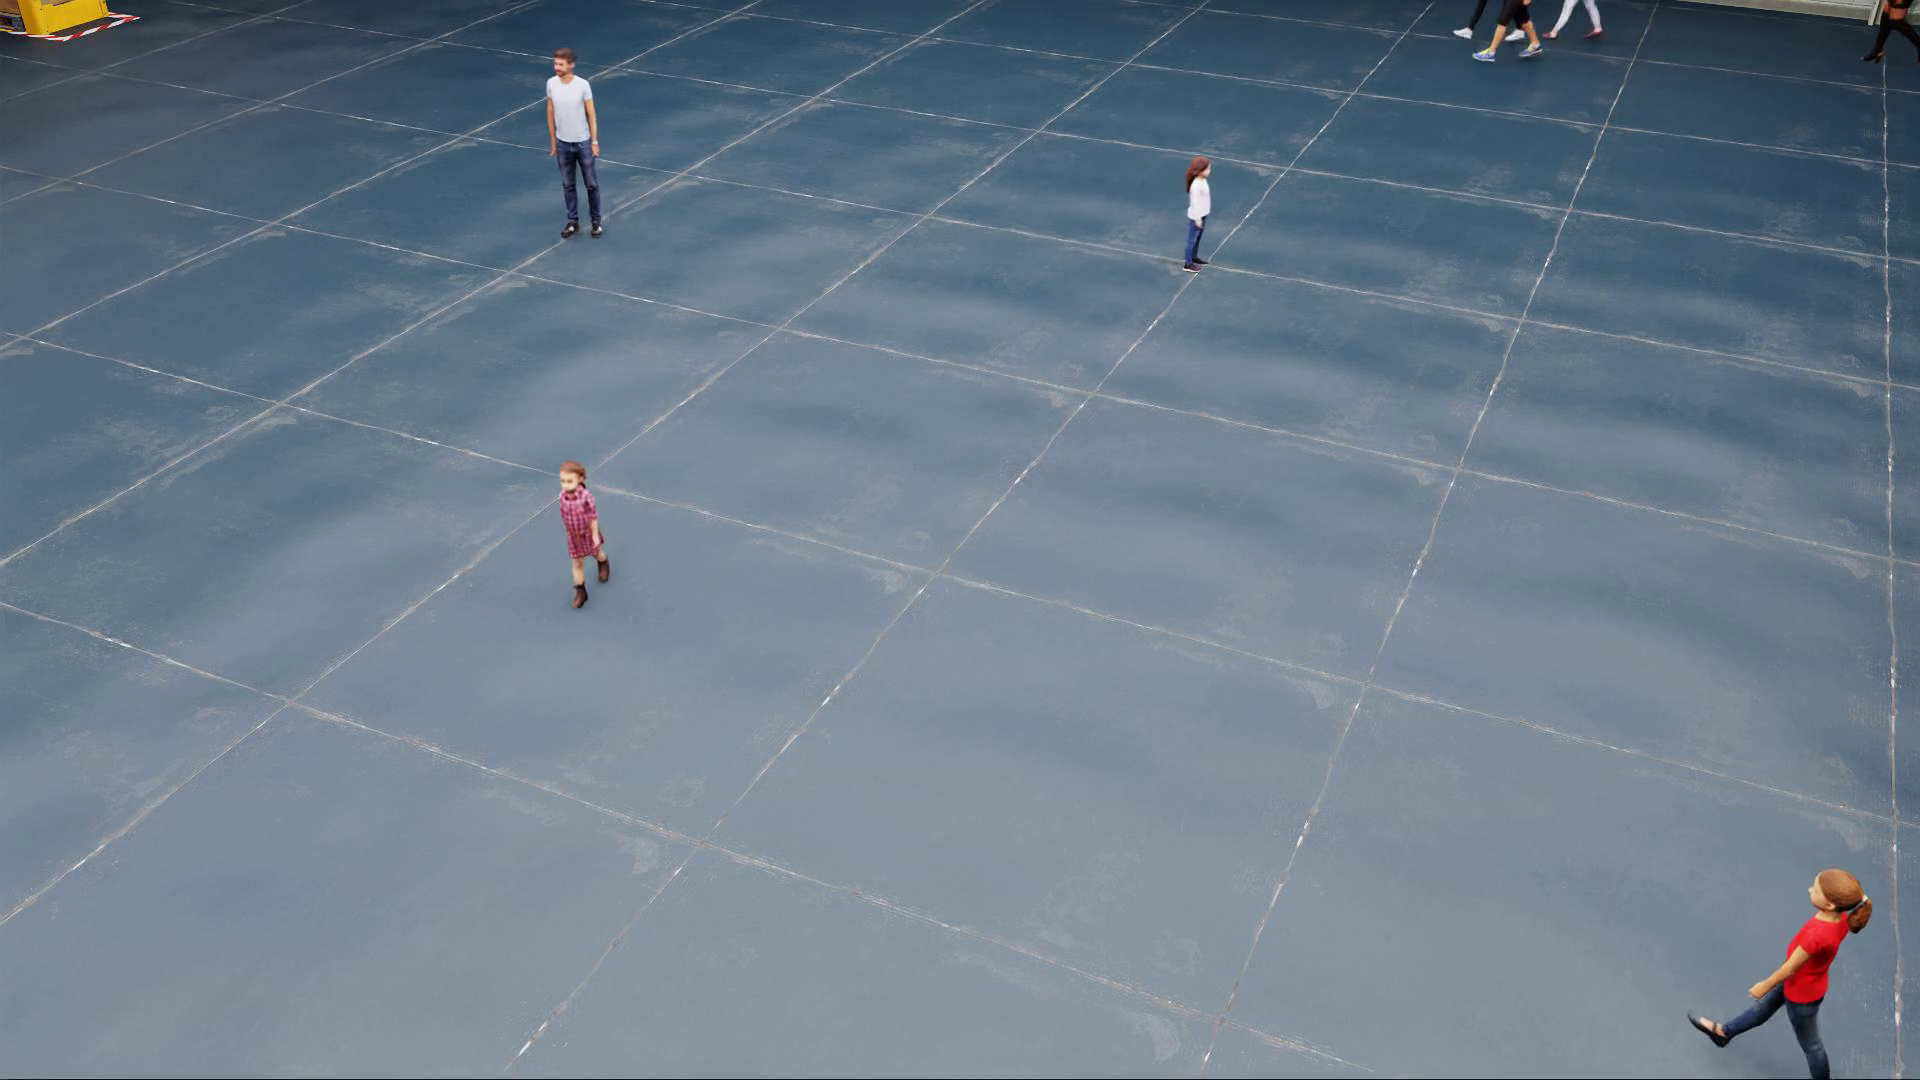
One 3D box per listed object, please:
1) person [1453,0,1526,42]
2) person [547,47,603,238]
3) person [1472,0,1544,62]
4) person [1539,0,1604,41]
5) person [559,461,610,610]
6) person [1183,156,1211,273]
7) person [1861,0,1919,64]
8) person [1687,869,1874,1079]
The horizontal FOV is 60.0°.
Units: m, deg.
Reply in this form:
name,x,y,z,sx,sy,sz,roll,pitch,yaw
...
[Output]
name,x,y,z,sx,sy,sz,roll,pitch,yaw
person,7.281,-7.457,22.120,1.238,1.696,0.904,1,32,2
person,-3.782,-3.914,16.346,0.607,1.865,0.756,3,32,4
person,7.298,-7.083,21.406,1.279,1.826,0.997,-1,32,-2
person,8.389,-7.421,22.189,1.189,1.562,0.907,1,32,1
person,-2.493,-0.088,11.080,0.730,1.011,0.625,3,32,5
person,2.239,-3.103,15.766,0.484,1.112,0.446,13,35,20
person,12.102,-6.941,21.174,1.007,1.833,0.682,17,36,25
person,3.850,2.042,7.454,0.952,1.277,0.614,23,39,31
